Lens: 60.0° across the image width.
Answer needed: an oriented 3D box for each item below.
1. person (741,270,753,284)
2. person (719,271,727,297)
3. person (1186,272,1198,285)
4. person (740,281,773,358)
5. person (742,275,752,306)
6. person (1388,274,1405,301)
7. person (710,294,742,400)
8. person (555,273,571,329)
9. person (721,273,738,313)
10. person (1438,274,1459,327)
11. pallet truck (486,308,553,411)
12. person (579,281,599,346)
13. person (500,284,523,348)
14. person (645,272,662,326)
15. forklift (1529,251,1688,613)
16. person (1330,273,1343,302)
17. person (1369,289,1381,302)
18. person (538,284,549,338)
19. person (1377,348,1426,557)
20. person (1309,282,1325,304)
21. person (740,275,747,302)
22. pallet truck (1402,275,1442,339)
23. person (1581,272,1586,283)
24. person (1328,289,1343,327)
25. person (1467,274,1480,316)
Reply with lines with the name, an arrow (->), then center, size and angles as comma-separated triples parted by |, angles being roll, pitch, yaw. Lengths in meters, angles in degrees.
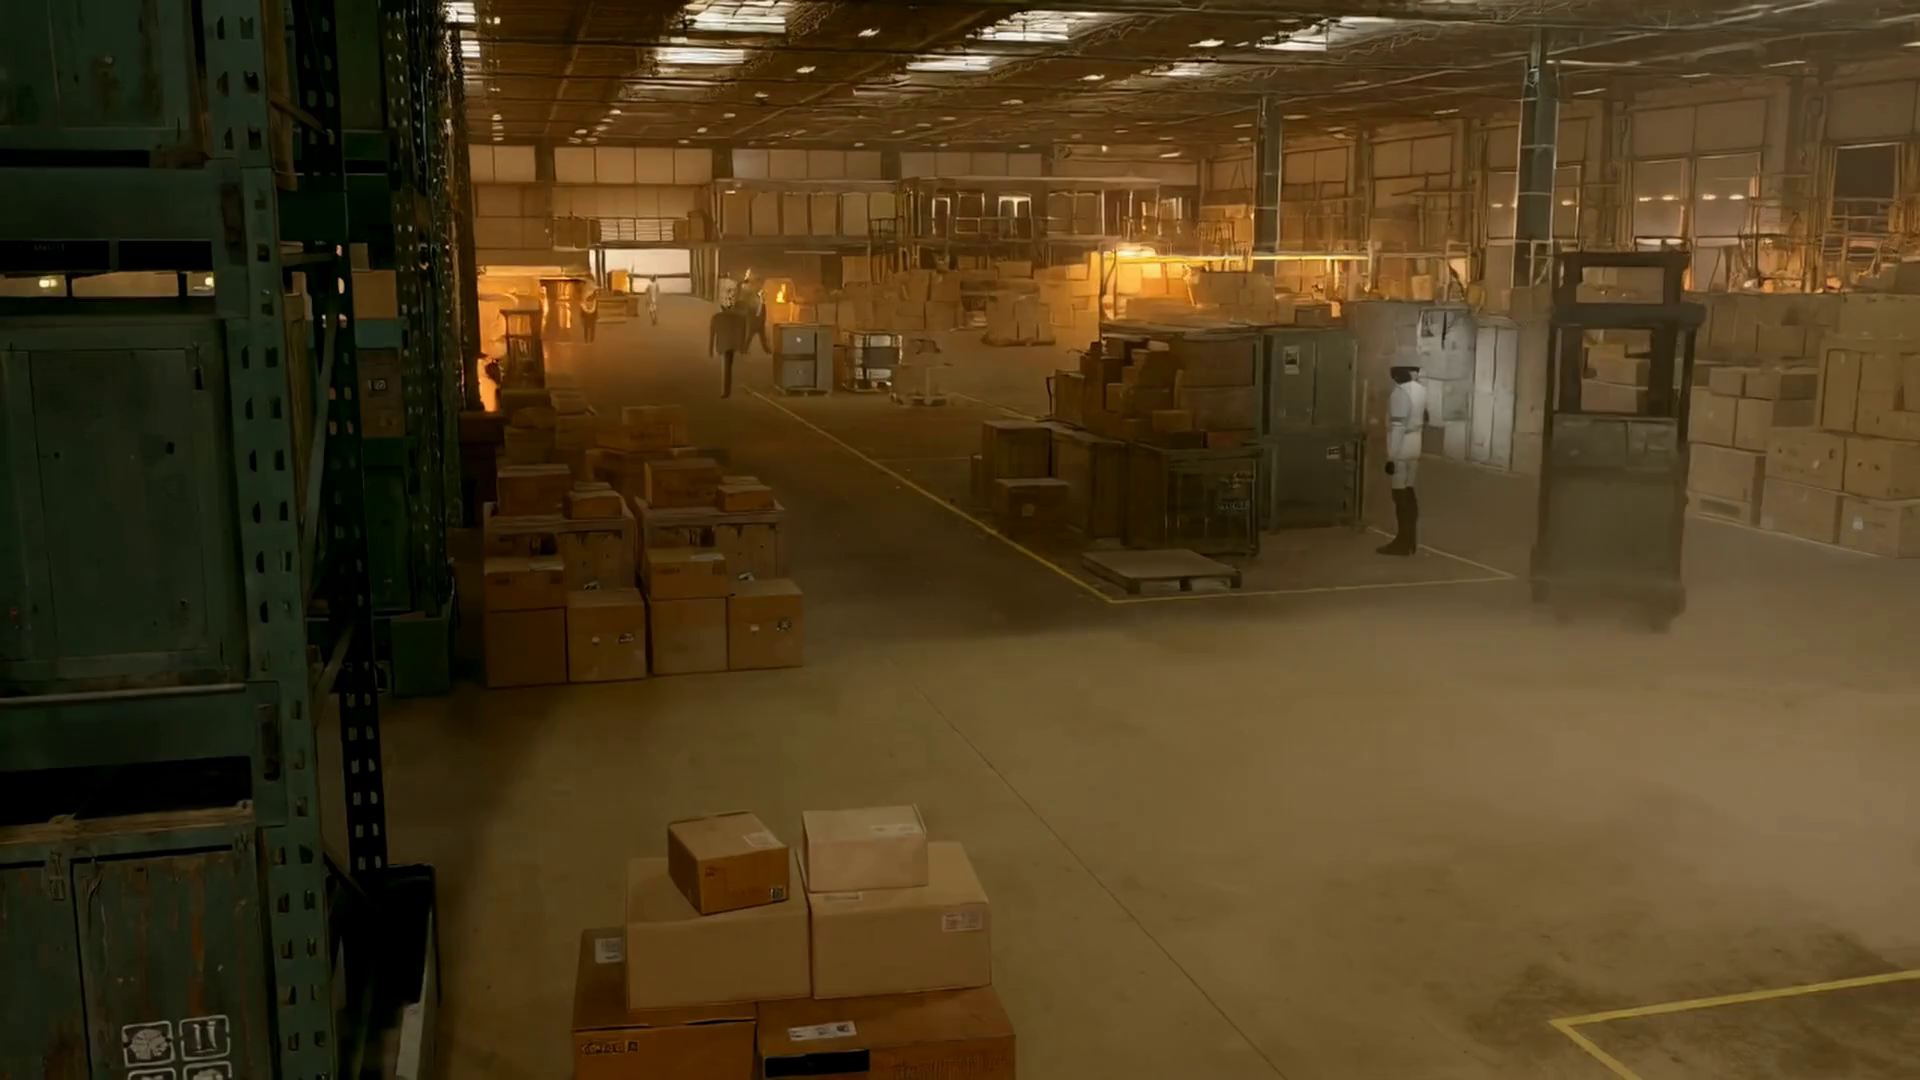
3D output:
person -> -8.462, -9.932, 67.106 | 0.639, 1.925, 0.875 | 7, 12, 36
person -> -9.470, -9.884, 67.014 | 0.532, 1.865, 0.311 | -4, 11, -22
person -> 8.652, -9.115, 62.499 | 0.644, 1.916, 0.597 | -7, 12, -36
person -> -5.175, -5.668, 42.647 | 1.023, 2.000, 0.682 | -2, 10, -13
person -> -7.475, -8.459, 58.976 | 0.559, 1.856, 0.487 | 3, 10, 14
person -> 17.138, -9.565, 65.422 | 0.958, 1.803, 0.621 | -9, 13, -42
person -> -4.411, -3.660, 31.471 | 0.631, 1.970, 0.784 | 2, 10, 13
person -> -13.794, -8.296, 57.821 | 0.547, 1.937, 0.379 | -3, 10, -16
person -> -8.709, -9.172, 62.959 | 0.602, 1.882, 0.973 | -6, 12, -30
person -> 17.440, -8.582, 59.574 | 0.959, 1.902, 0.548 | 6, 12, 30
pallet truck -> -6.242, -2.418, 24.362 | 0.823, 1.965, 1.885 | 1, 10, 3
person -> -10.655, -6.507, 47.849 | 0.643, 1.884, 0.449 | 2, 10, 13
person -> -12.676, -6.361, 47.243 | 0.613, 1.794, 0.852 | 5, 11, 26
person -> -11.136, -8.732, 60.329 | 0.583, 1.919, 0.559 | -5, 11, -26
forklift -> 5.365, -0.973, 13.682 | 1.129, 2.768, 1.873 | 3, 11, 18
person -> 17.948, -11.952, 79.195 | 0.905, 1.695, 0.493 | 2, 10, 9
person -> 9.257, -4.686, 37.446 | 0.407, 1.917, 0.590 | 3, 11, 19
person -> -13.143, -7.224, 52.483 | 0.336, 1.688, 0.543 | 1, 10, 5
person -> 4.088, -0.816, 15.465 | 0.373, 1.934, 0.552 | 7, 12, 36
person -> 11.886, -7.734, 55.345 | 0.535, 1.690, 0.320 | 4, 11, 23
person -> -8.384, -9.521, 65.343 | 0.542, 1.719, 0.891 | -1, 10, -7
pallet truck -> 14.620, -7.324, 52.145 | 0.823, 1.965, 1.885 | 8, 13, 40
person -> 23.839, -9.377, 64.027 | 0.590, 1.909, 0.530 | -5, 11, -25
person -> 8.804, -4.913, 38.813 | 0.337, 1.882, 0.585 | -8, 13, -38
person -> 19.933, -9.420, 64.621 | 0.638, 1.789, 0.984 | -1, 10, -6
